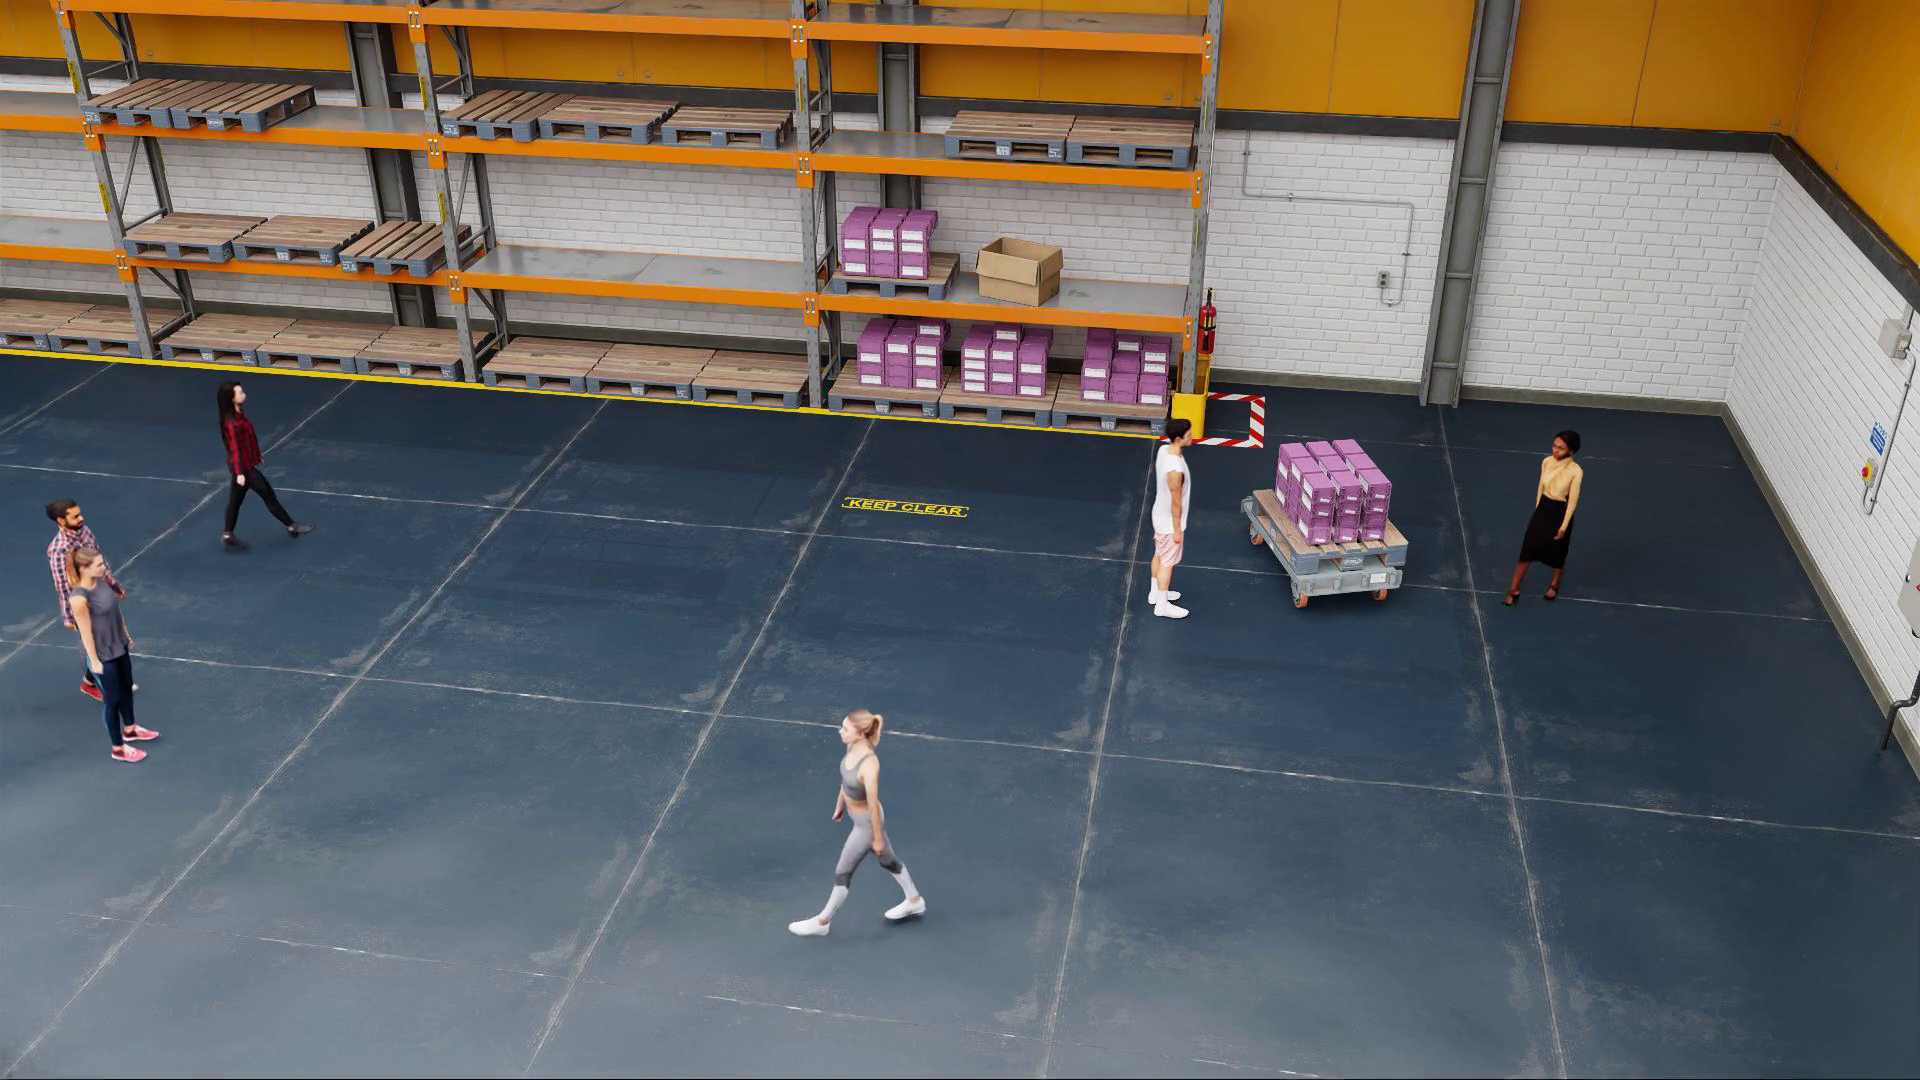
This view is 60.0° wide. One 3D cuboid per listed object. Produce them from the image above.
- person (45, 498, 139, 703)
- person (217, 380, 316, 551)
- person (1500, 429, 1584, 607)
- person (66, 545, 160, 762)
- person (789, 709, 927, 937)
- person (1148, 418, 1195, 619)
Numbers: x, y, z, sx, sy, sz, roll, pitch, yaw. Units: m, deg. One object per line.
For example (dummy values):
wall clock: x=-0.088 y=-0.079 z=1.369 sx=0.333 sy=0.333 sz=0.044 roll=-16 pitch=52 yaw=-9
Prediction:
person: x=-6.781 y=0.474 z=12.783 sx=0.791 sy=1.745 sz=0.791 roll=-5 pitch=29 yaw=-9
person: x=-6.528 y=-0.629 z=14.944 sx=1.128 sy=1.614 sz=0.947 roll=-11 pitch=30 yaw=-19
person: x=5.092 y=-0.182 z=14.104 sx=0.955 sy=1.632 sz=0.921 roll=-22 pitch=35 yaw=-34
person: x=-6.283 y=0.804 z=12.198 sx=0.592 sy=1.727 sz=0.611 roll=0 pitch=29 yaw=1
person: x=-0.511 y=1.783 z=10.481 sx=1.206 sy=1.651 sz=0.920 roll=-8 pitch=30 yaw=-14
person: x=1.760 y=-0.204 z=13.984 sx=0.649 sy=1.787 sz=0.703 roll=-2 pitch=29 yaw=-4
